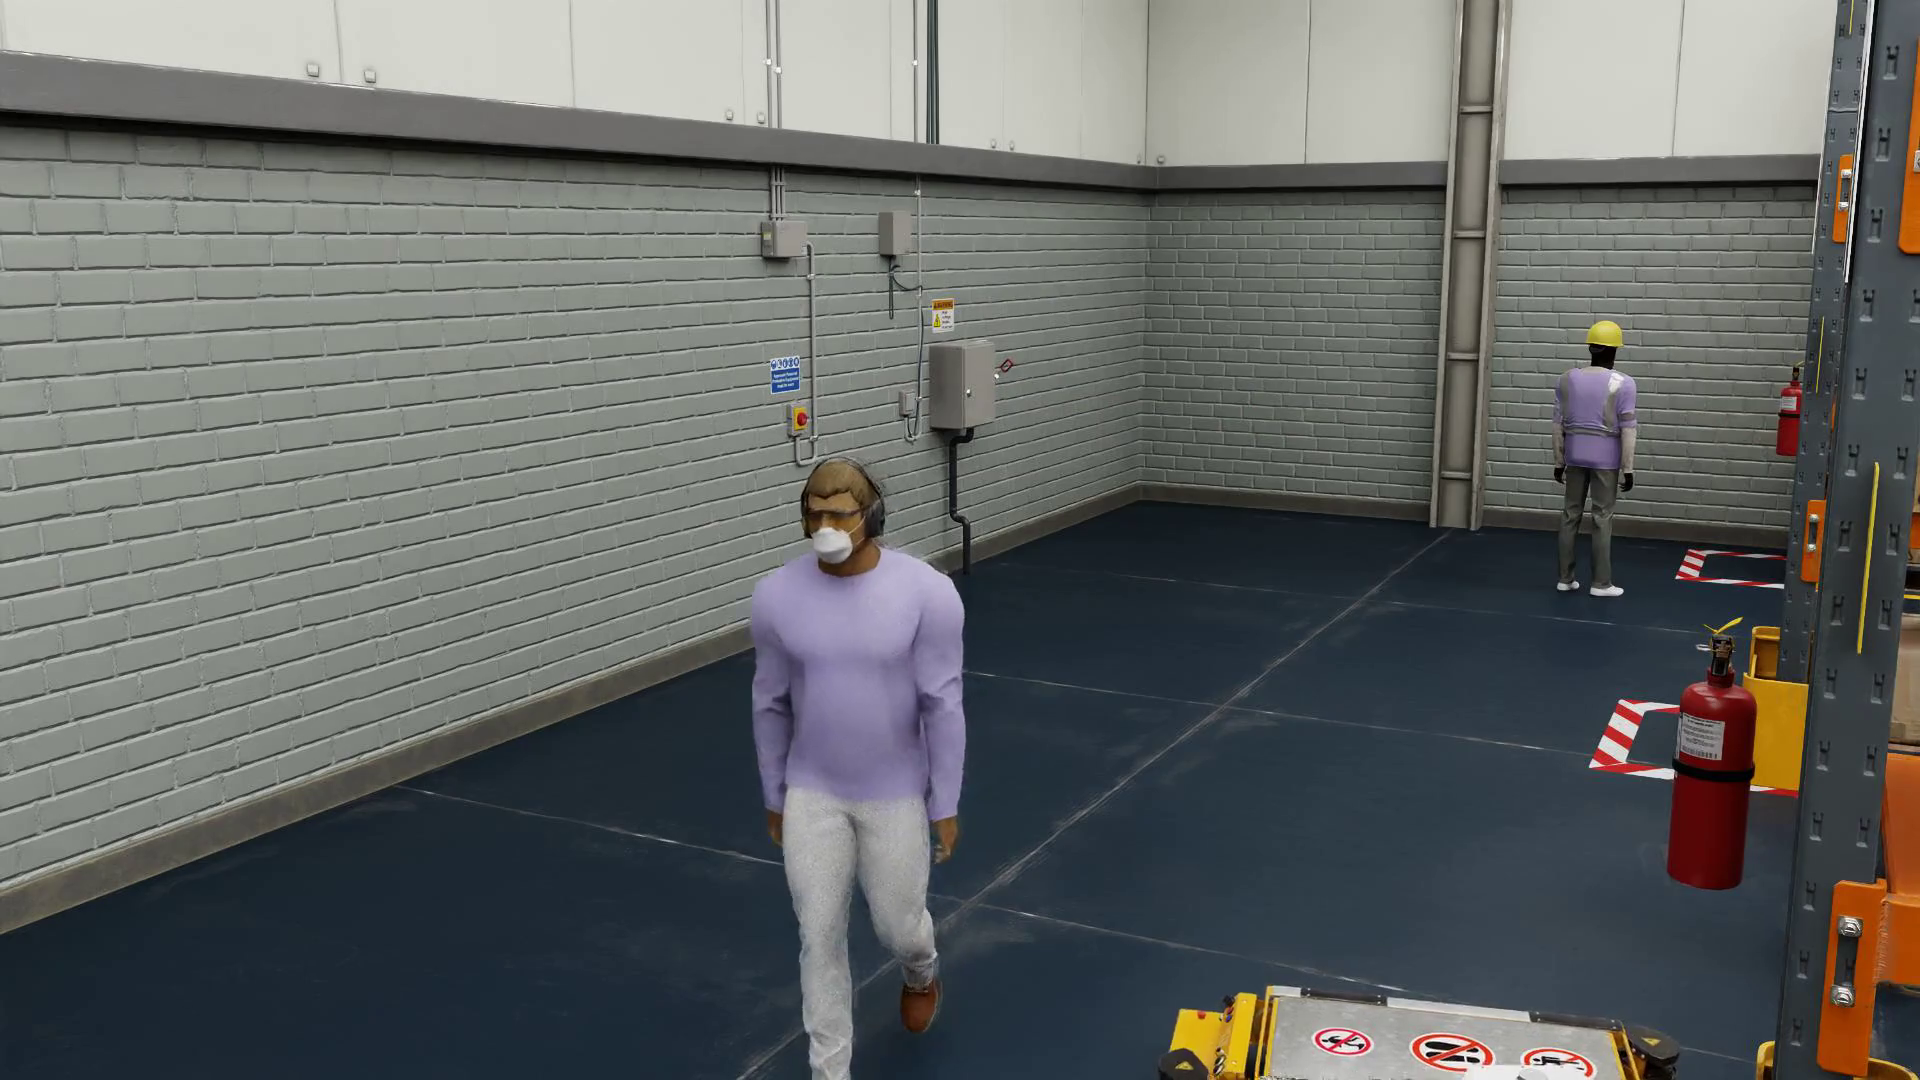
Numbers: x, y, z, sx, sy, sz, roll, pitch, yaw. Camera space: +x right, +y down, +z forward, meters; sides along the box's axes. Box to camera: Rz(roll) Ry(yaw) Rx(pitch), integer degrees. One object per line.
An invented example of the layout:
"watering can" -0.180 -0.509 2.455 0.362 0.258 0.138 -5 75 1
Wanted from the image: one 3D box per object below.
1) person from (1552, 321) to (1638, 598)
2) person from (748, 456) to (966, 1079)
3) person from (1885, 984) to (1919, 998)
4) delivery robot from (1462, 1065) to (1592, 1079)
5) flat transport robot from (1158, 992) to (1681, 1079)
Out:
"person" 4.426 -0.560 11.607 0.366 1.926 0.594 -9 14 -42
"person" -0.276 0.696 4.773 0.633 1.924 0.705 2 11 11
"person" 3.444 0.596 5.282 1.050 1.938 0.646 5 12 27
"delivery robot" 1.424 1.494 3.897 0.477 0.478 0.707 0 10 0
"flat transport robot" 1.304 1.534 4.710 1.431 0.197 0.652 3 11 14
